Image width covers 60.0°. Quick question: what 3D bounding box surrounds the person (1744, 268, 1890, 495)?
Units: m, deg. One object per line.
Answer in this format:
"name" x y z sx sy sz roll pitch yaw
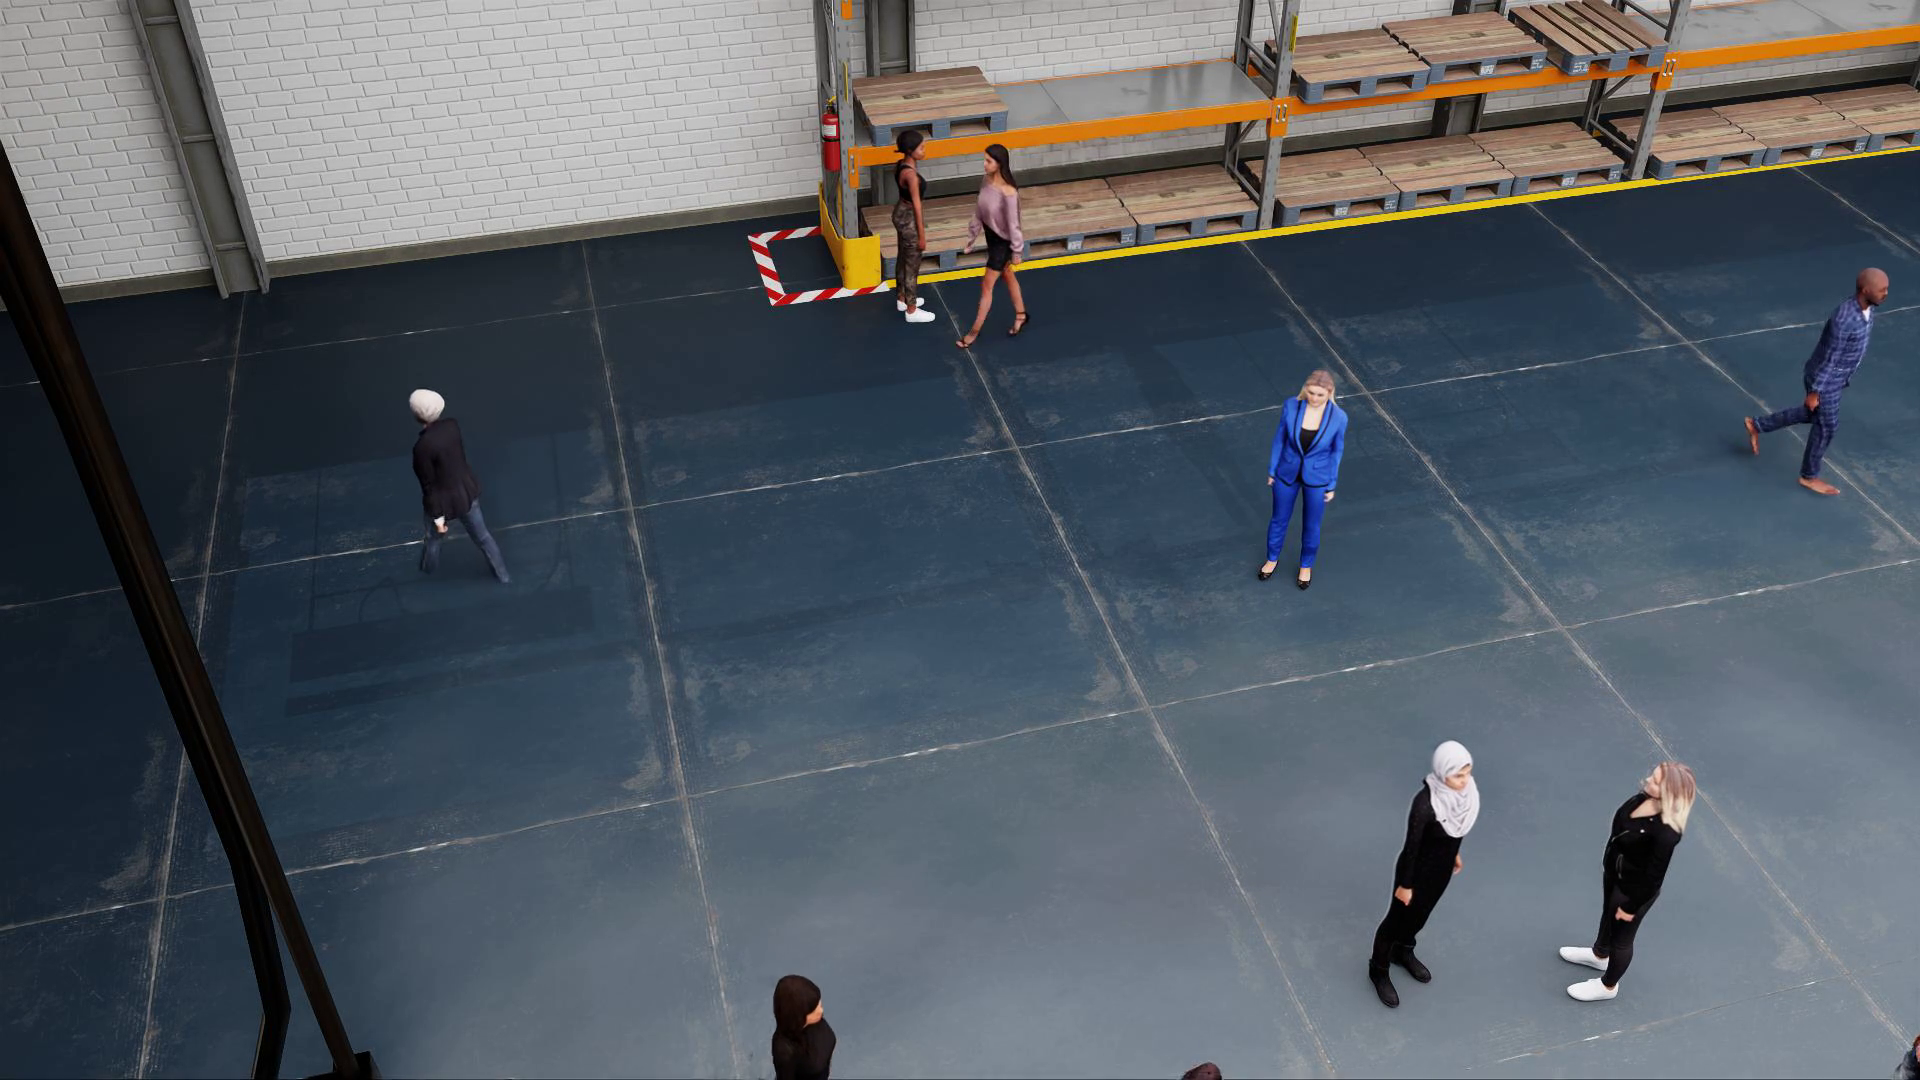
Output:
"person" 6.295 -1.223 12.209 1.075 1.793 1.123 30 48 32

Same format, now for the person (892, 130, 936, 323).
"person" -0.428 -2.667 14.089 0.536 1.702 0.577 -11 40 -14

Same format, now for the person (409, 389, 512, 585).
"person" -3.417 -0.223 11.414 1.169 1.755 1.199 20 43 23

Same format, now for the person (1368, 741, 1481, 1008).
"person" 2.392 1.695 8.566 0.596 1.779 0.739 -25 45 -28

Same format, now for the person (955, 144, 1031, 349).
"person" 0.411 -2.446 13.752 1.014 1.778 0.738 -17 42 -21

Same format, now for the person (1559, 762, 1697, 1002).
"person" 3.474 1.751 8.569 0.663 1.687 0.678 5 39 7

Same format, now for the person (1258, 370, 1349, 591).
"person" 2.333 -0.431 11.292 0.674 1.700 0.765 14 41 16

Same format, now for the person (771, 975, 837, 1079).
"person" -0.802 2.521 7.657 1.062 1.622 0.877 9 40 11
